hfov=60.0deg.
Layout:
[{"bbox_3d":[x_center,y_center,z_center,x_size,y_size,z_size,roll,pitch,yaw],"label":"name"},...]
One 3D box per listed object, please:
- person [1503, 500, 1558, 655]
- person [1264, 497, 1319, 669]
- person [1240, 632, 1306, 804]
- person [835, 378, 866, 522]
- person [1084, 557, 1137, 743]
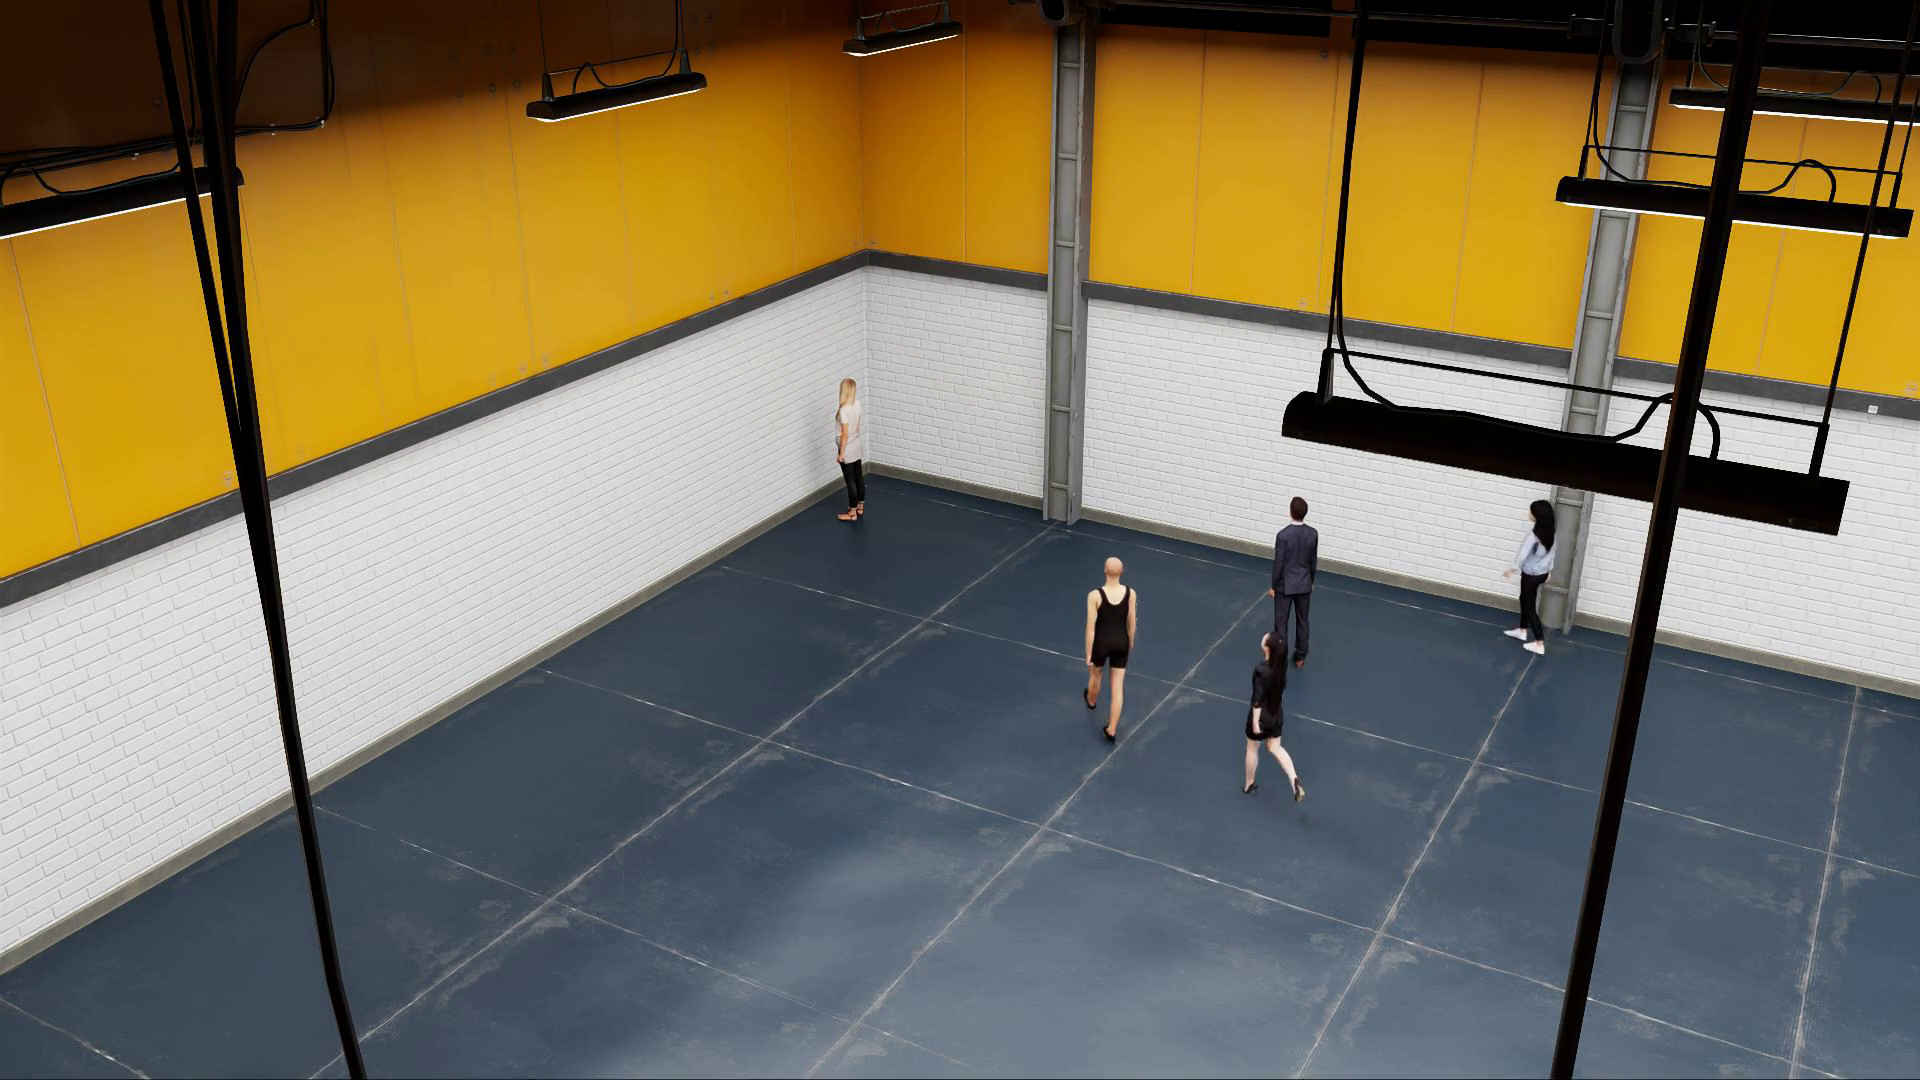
[{"bbox_3d":[6.013,0.412,17.276,0.767,1.683,0.883,-17,29,-34],"label":"person"},{"bbox_3d":[3.395,0.444,16.972,0.731,1.868,0.792,-6,24,-13],"label":"person"},{"bbox_3d":[2.765,1.591,14.587,0.814,1.677,1.018,-18,29,-35],"label":"person"},{"bbox_3d":[-1.347,-1.130,20.625,0.542,1.826,0.616,11,26,24],"label":"person"},{"bbox_3d":[1.436,1.066,15.667,1.125,1.774,1.137,-4,24,-8],"label":"person"}]
